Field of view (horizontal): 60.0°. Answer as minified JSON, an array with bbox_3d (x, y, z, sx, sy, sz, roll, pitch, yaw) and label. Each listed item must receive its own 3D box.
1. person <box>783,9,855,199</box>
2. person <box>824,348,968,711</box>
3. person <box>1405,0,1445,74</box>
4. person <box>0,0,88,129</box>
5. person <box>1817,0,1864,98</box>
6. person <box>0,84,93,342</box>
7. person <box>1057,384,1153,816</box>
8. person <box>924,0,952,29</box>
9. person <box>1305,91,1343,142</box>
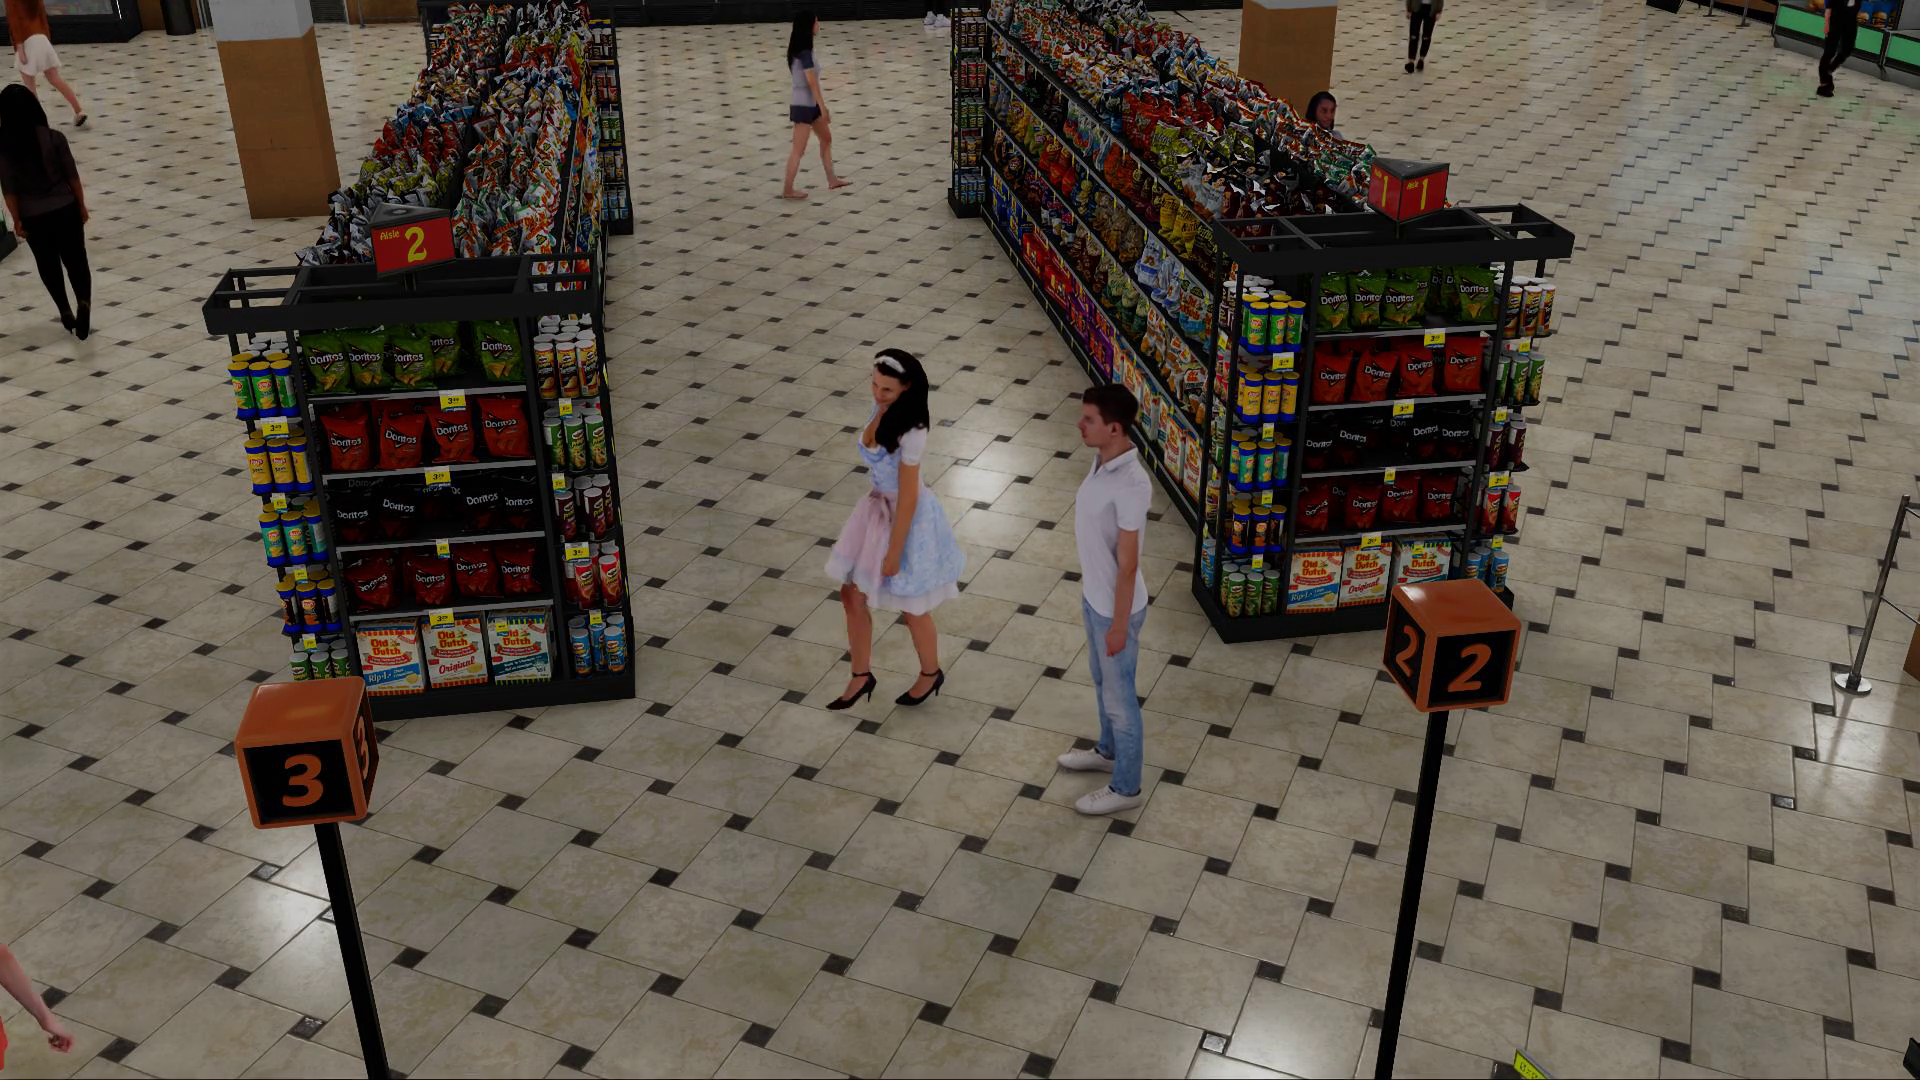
[{"bbox_3d":[-1.493,-3.942,15.159,0.675,1.680,0.824,-4,27,-7],"label":"person"},{"bbox_3d":[-0.174,-0.005,7.288,0.816,1.778,0.857,-10,29,-19],"label":"person"},{"bbox_3d":[5.720,-6.492,20.450,0.886,1.444,1.039,9,28,18],"label":"person"},{"bbox_3d":[-9.735,-5.193,17.619,1.085,1.687,1.131,12,29,22],"label":"person"},{"bbox_3d":[10.131,-6.011,19.216,0.645,1.702,0.679,-2,27,-3],"label":"person"},{"bbox_3d":[-6.354,-2.220,11.614,0.855,1.816,1.157,-13,30,-24],"label":"person"},{"bbox_3d":[0.627,0.239,6.728,0.701,1.851,0.447,-4,27,-8],"label":"person"},{"bbox_3d":[-0.321,-8.165,23.337,0.810,1.817,0.659,-17,32,-30],"label":"person"},{"bbox_3d":[2.531,-2.373,12.018,0.583,1.724,0.511,-6,27,-11],"label":"person"}]
